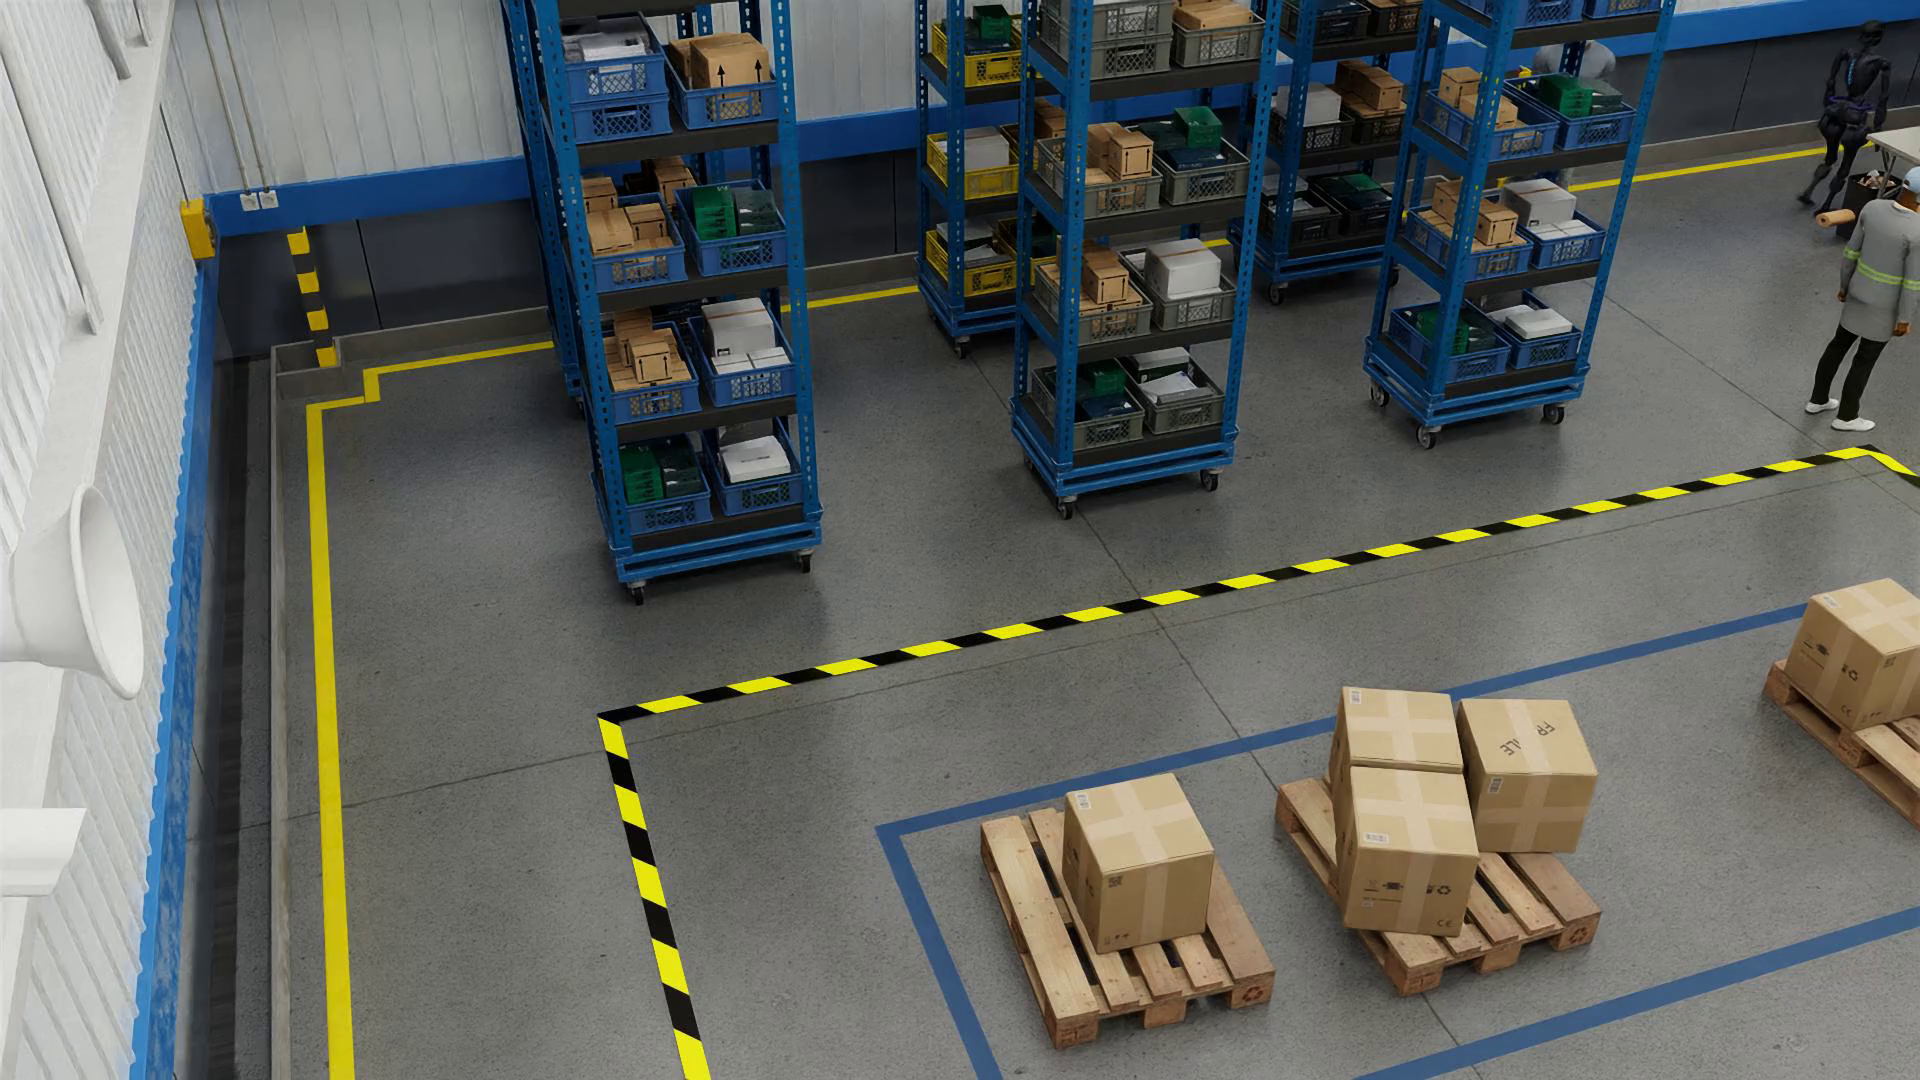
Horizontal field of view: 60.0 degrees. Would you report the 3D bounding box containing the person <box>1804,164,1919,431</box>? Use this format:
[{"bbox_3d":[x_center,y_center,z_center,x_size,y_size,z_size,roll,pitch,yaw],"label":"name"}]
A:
[{"bbox_3d":[6.051,-1.596,10.944,0.398,1.850,0.595,-11,37,-16],"label":"person"}]

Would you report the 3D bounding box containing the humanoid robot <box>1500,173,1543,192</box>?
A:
[{"bbox_3d":[3.951,-2.041,11.720,0.459,1.645,0.590,14,38,19],"label":"humanoid robot"}]

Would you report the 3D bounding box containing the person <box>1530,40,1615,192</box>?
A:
[{"bbox_3d":[4.785,-3.278,13.257,0.629,1.939,0.373,3,35,5],"label":"person"}]

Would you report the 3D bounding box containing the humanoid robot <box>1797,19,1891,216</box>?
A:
[{"bbox_3d":[7.364,-3.474,13.751,0.351,1.646,0.600,-17,38,-22],"label":"humanoid robot"}]
